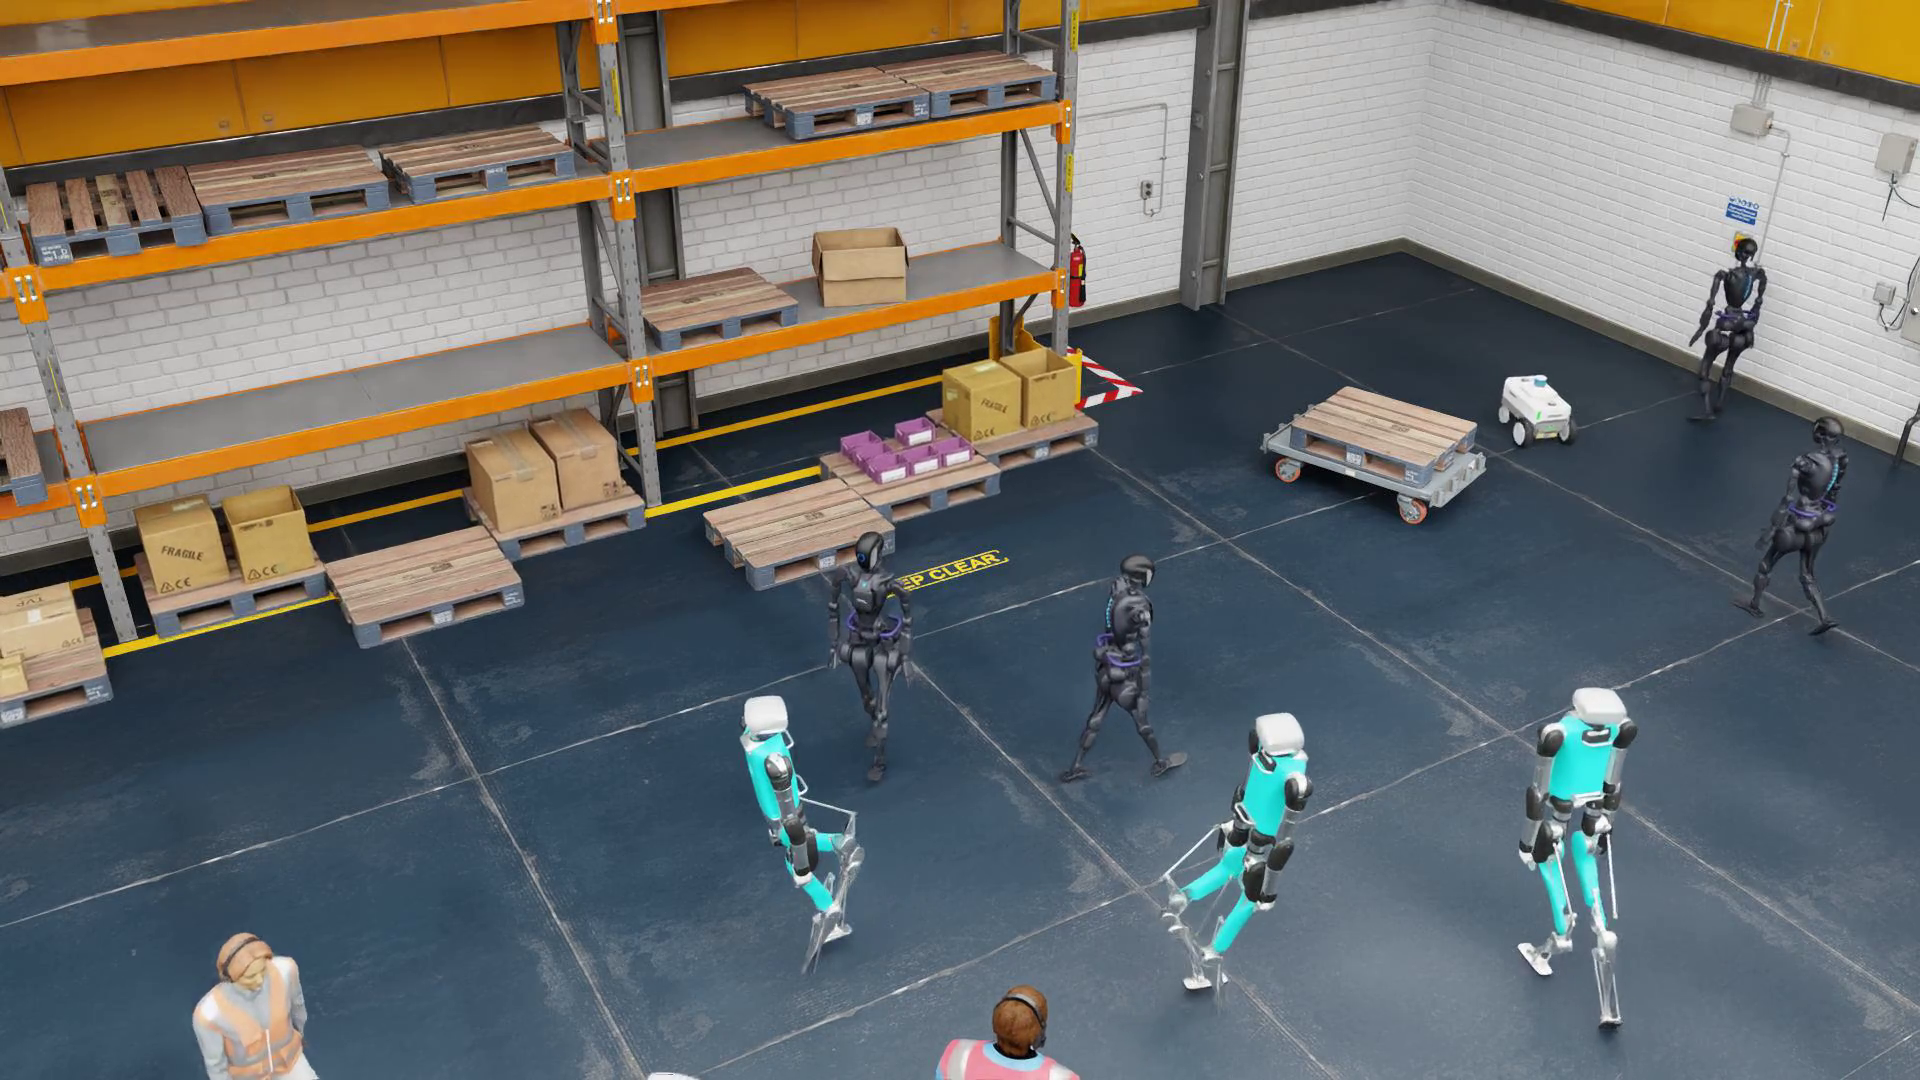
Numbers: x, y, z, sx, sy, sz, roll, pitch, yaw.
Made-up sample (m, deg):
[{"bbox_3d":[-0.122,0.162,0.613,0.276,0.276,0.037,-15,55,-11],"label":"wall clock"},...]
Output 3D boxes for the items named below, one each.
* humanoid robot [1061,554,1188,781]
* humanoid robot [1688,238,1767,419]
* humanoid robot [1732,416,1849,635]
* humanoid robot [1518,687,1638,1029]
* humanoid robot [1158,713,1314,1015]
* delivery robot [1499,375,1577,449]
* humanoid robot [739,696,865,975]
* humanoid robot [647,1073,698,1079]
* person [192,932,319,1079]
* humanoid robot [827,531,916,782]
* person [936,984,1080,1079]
[{"bbox_3d":[1.025,0.778,10.218,0.802,1.621,0.609,-10,31,-17],"label":"humanoid robot"},{"bbox_3d":[6.882,-1.861,14.839,0.593,1.640,0.452,-6,30,-10],"label":"humanoid robot"},{"bbox_3d":[5.993,-0.095,11.749,0.611,1.637,0.730,-12,32,-21],"label":"humanoid robot"},{"bbox_3d":[3.249,1.713,8.505,0.557,1.827,0.888,-7,30,-12],"label":"humanoid robot"},{"bbox_3d":[1.333,1.736,8.514,0.763,1.878,0.542,-8,30,-14],"label":"humanoid robot"},{"bbox_3d":[5.108,-1.147,14.732,0.499,0.613,0.796,-4,30,-8],"label":"delivery robot"},{"bbox_3d":[-0.723,1.572,8.775,0.791,1.849,0.530,-12,32,-21],"label":"humanoid robot"},{"bbox_3d":[-1.081,2.958,6.290,0.551,1.828,0.904,-1,29,-1],"label":"humanoid robot"},{"bbox_3d":[-3.050,2.394,7.382,0.843,1.597,0.512,25,38,36],"label":"person"},{"bbox_3d":[-0.564,0.688,10.341,0.602,1.634,0.650,10,31,18],"label":"humanoid robot"},{"bbox_3d":[0.216,2.564,6.854,0.628,1.837,0.431,10,31,17],"label":"person"}]
